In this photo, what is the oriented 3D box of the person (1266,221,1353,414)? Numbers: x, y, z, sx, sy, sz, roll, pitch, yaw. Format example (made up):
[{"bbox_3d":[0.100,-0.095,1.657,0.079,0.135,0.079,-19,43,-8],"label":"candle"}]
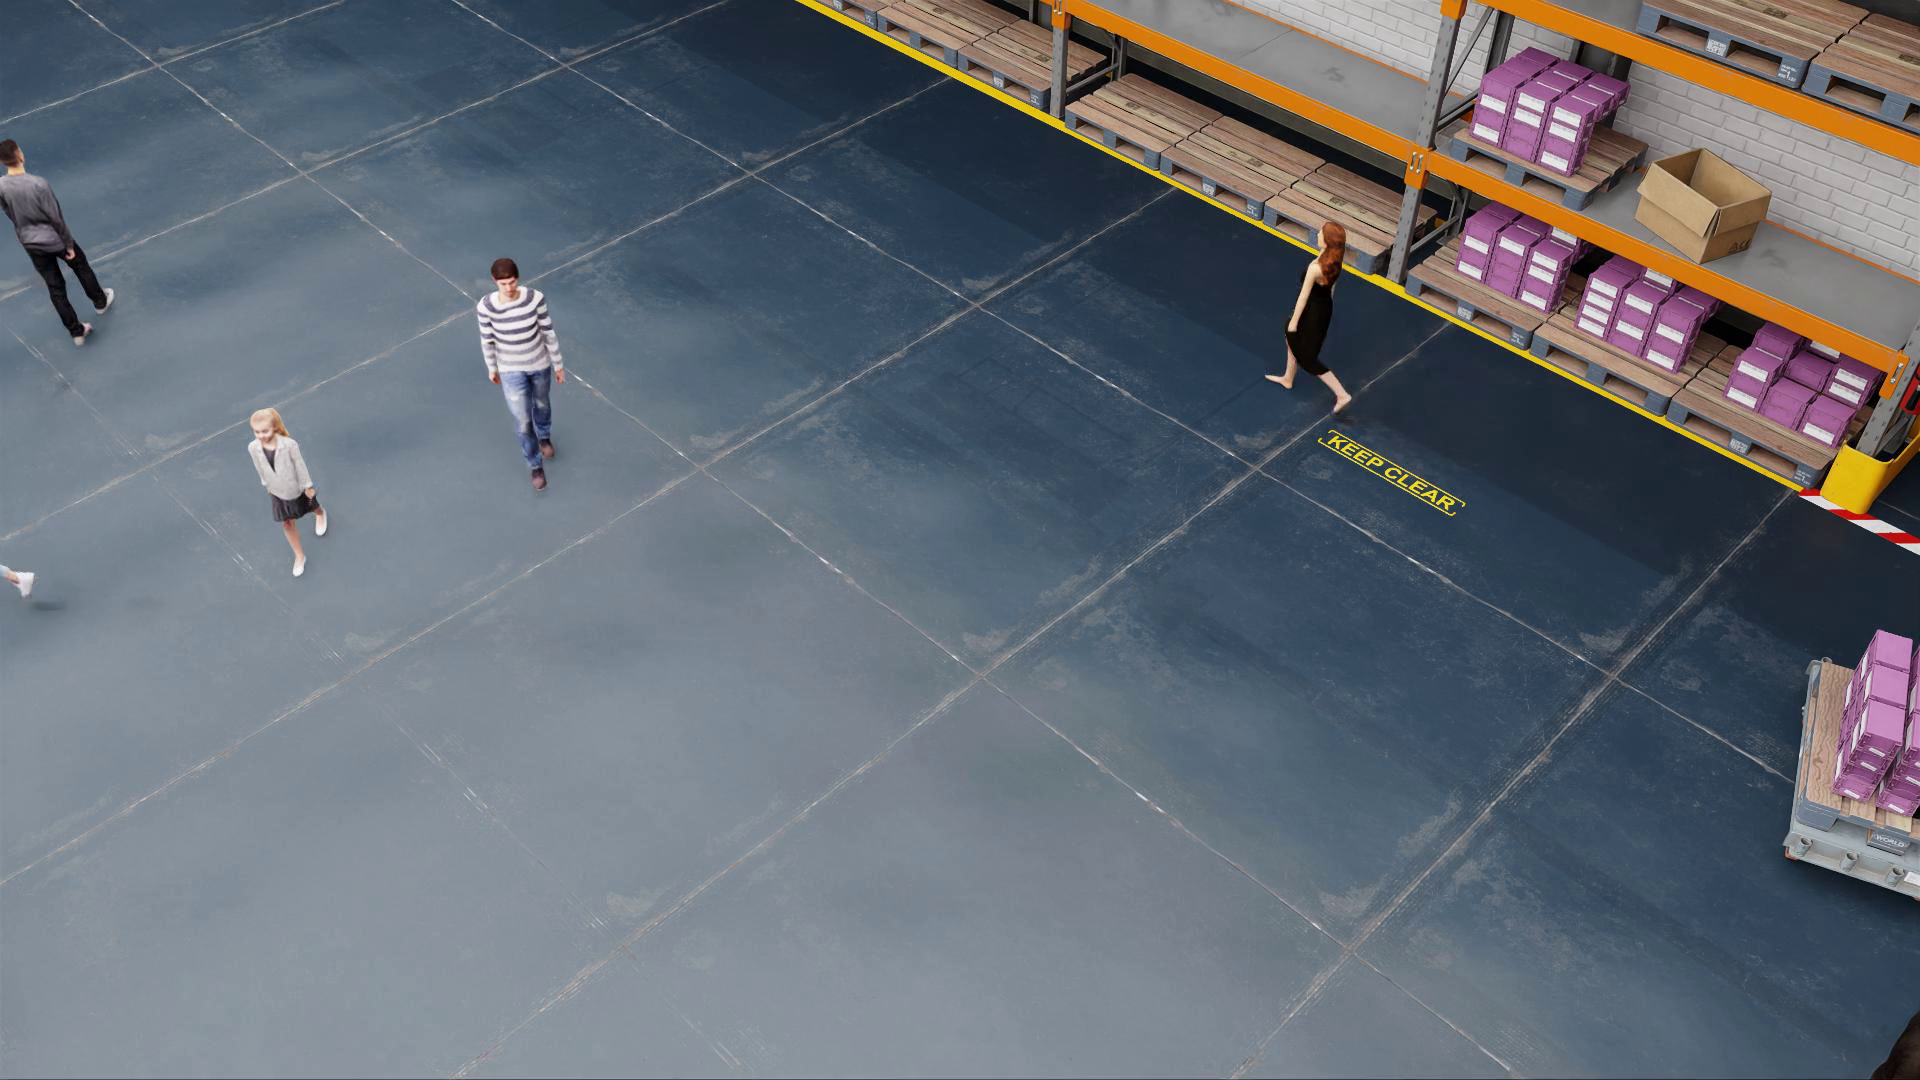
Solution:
[{"bbox_3d":[2.773,-1.669,12.710,1.036,1.599,0.657,27,50,26],"label":"person"}]

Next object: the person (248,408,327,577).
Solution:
[{"bbox_3d":[-4.687,-0.419,11.646,0.828,1.256,0.919,-4,44,-4],"label":"person"}]

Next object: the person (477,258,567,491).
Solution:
[{"bbox_3d":[-3.213,-1.336,12.194,0.873,1.829,1.011,-16,46,-17],"label":"person"}]

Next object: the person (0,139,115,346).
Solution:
[{"bbox_3d":[-7.325,-2.329,13.303,0.929,1.736,1.036,-6,44,-6],"label":"person"}]
